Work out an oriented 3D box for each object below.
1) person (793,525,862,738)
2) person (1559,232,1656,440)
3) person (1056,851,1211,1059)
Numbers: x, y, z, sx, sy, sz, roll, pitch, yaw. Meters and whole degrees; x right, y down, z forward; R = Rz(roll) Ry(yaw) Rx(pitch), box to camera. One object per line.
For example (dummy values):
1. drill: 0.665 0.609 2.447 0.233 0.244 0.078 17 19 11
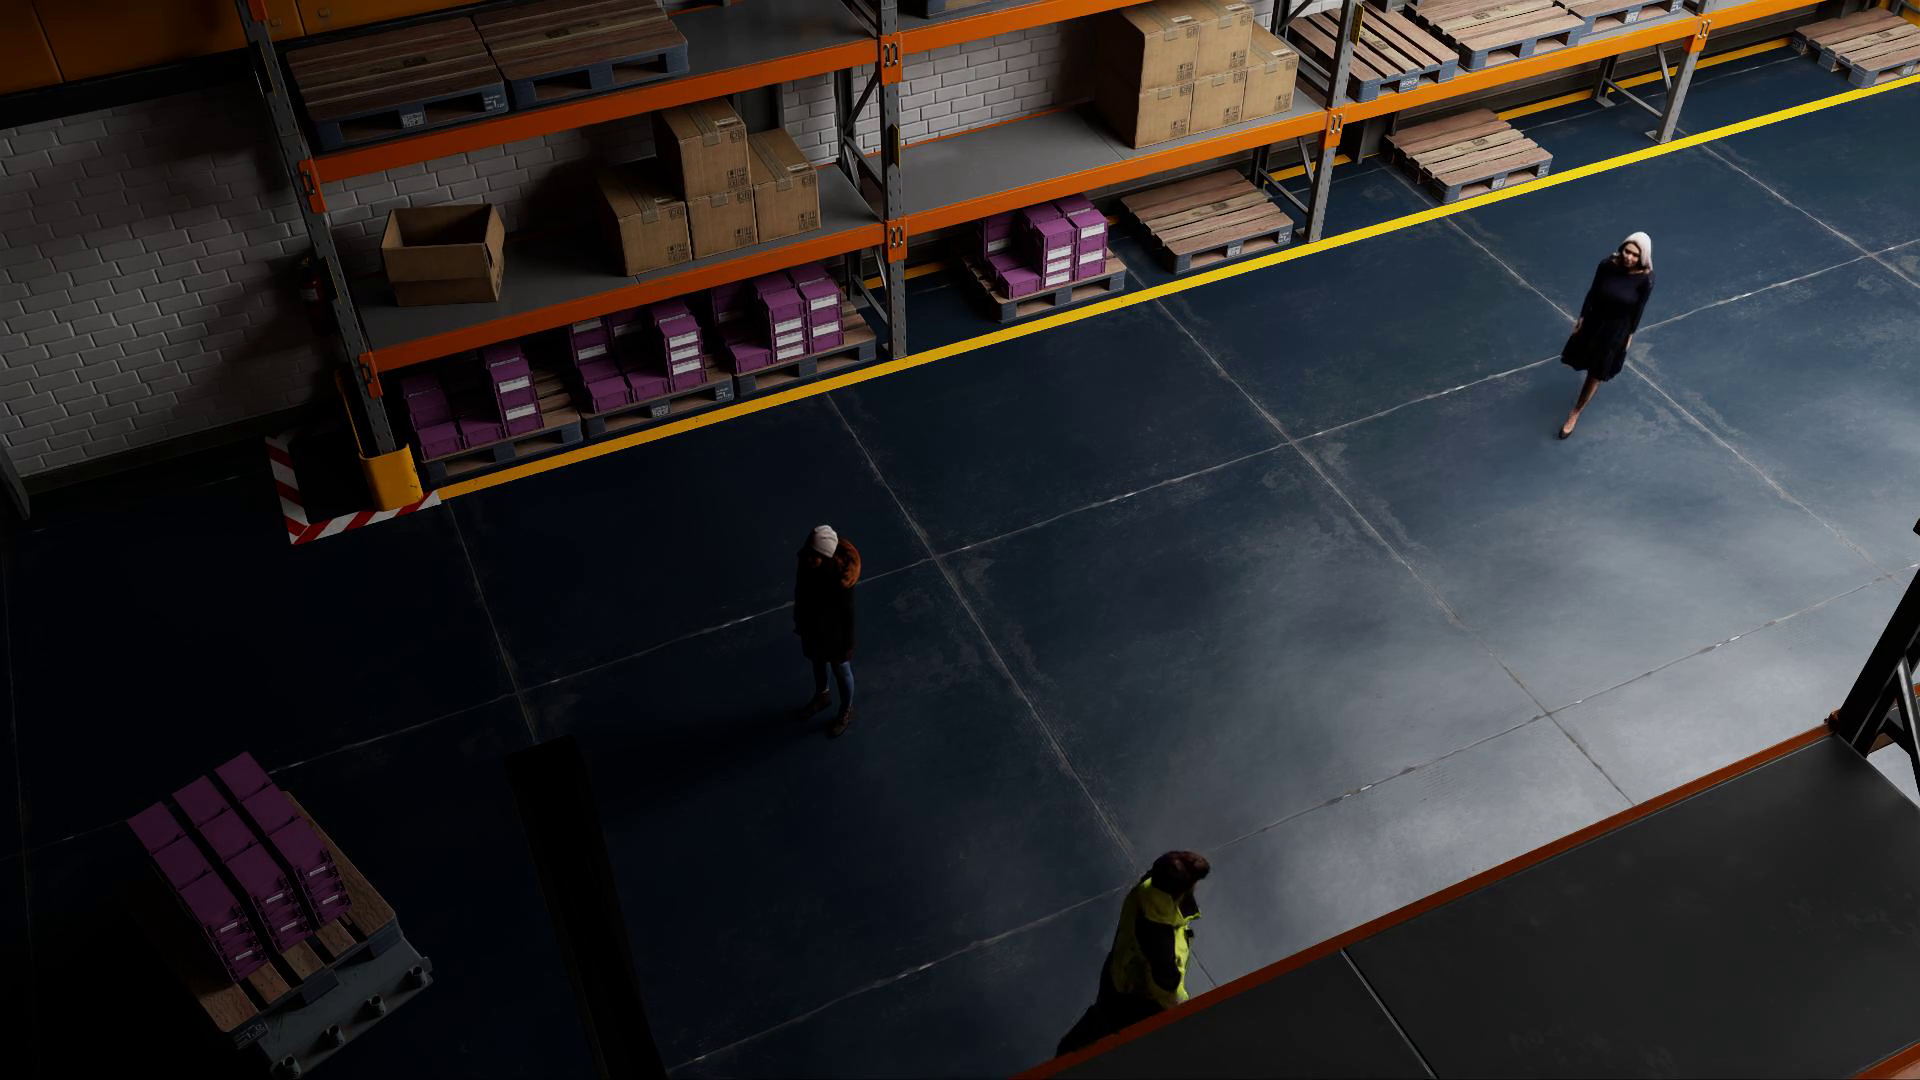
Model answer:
1. person: -0.817 0.538 10.194 0.740 1.634 0.767 27 50 25
2. person: 4.796 -1.562 12.325 0.840 1.734 0.989 28 50 26
3. person: 0.805 2.193 8.254 1.347 1.913 1.200 8 44 8
